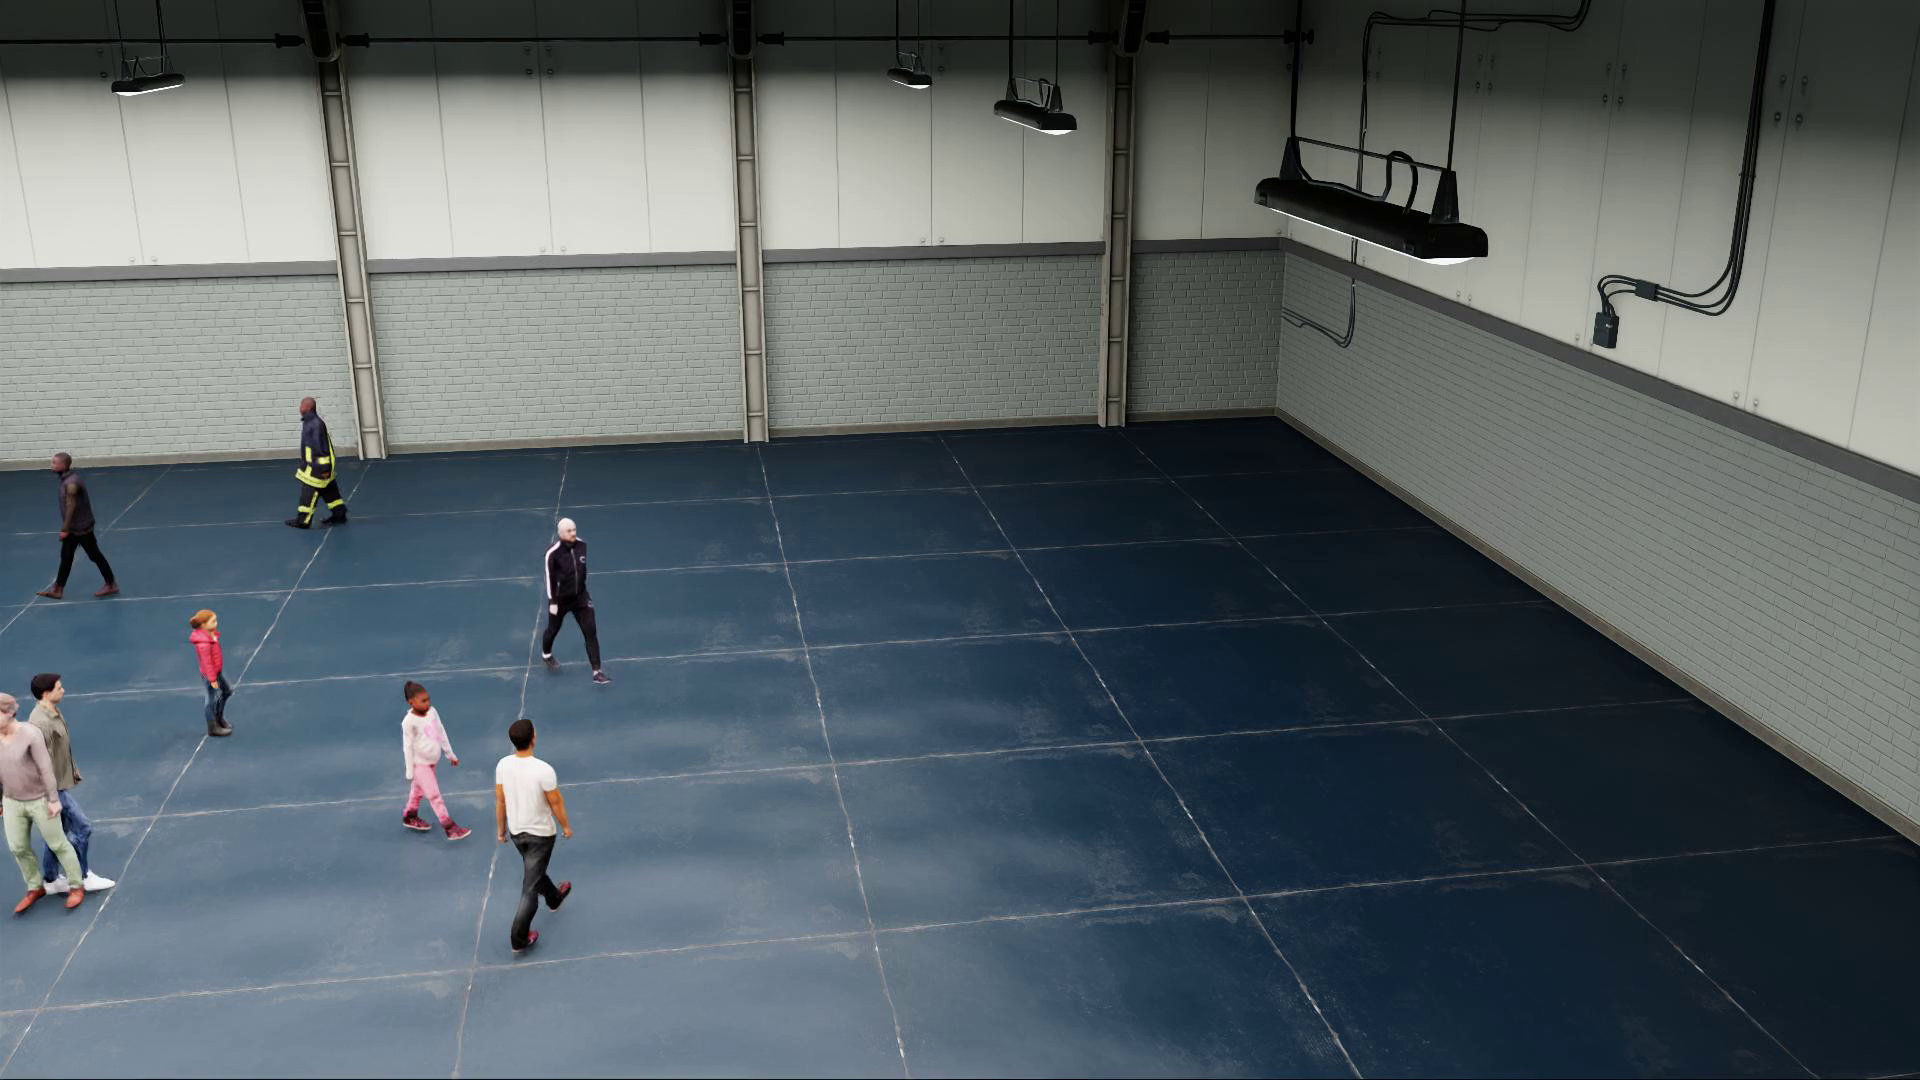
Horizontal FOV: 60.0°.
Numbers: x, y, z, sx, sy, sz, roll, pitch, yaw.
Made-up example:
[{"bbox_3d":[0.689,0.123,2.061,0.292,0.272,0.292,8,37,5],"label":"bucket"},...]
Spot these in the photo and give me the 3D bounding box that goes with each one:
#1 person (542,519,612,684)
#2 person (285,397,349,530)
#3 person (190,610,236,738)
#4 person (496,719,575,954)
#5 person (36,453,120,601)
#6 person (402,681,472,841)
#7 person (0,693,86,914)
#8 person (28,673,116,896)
[{"bbox_3d":[-4.170,0.632,17.411,1.259,1.761,1.349,17,24,41],"label":"person"},{"bbox_3d":[-8.604,-1.055,22.542,1.144,1.792,0.924,-9,20,-25],"label":"person"},{"bbox_3d":[-7.313,1.295,16.106,0.513,1.310,0.538,-2,18,-6],"label":"person"},{"bbox_3d":[-3.261,2.242,12.470,1.166,1.759,1.081,6,19,18],"label":"person"},{"bbox_3d":[-10.374,-0.153,19.771,1.224,1.794,1.057,-16,24,-40],"label":"person"},{"bbox_3d":[-4.620,1.871,14.172,1.048,1.412,0.849,6,19,17],"label":"person"},{"bbox_3d":[-7.240,2.026,12.984,0.653,1.852,0.799,0,18,1],"label":"person"},{"bbox_3d":[-7.293,1.968,13.183,0.846,1.841,0.820,-7,19,-21],"label":"person"}]
